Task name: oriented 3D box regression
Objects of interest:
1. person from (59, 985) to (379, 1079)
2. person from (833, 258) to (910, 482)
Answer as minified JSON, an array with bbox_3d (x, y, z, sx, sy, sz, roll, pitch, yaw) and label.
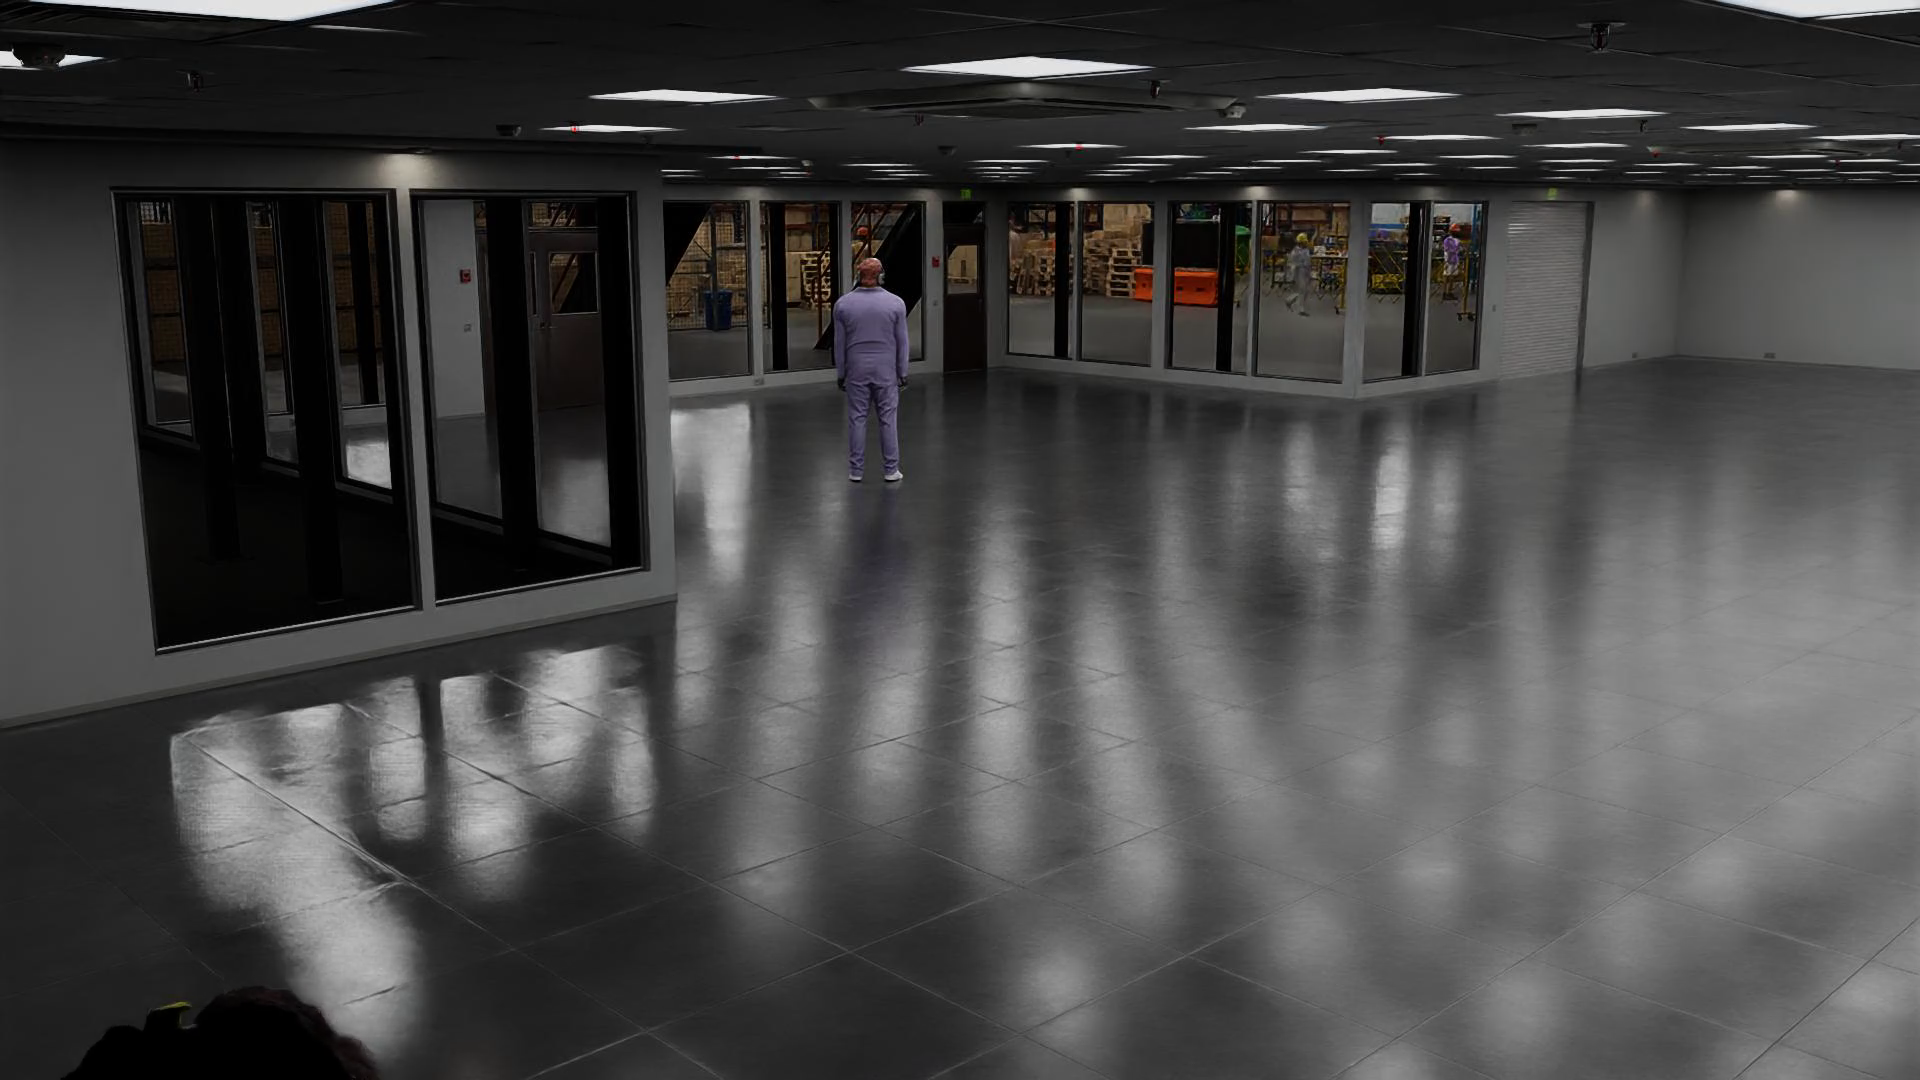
[{"bbox_3d":[-0.434,1.183,1.183,0.326,1.861,0.531,-10,15,-41],"label":"person"},{"bbox_3d":[-0.744,-1.437,14.167,0.650,1.907,0.409,0,11,2],"label":"person"}]
